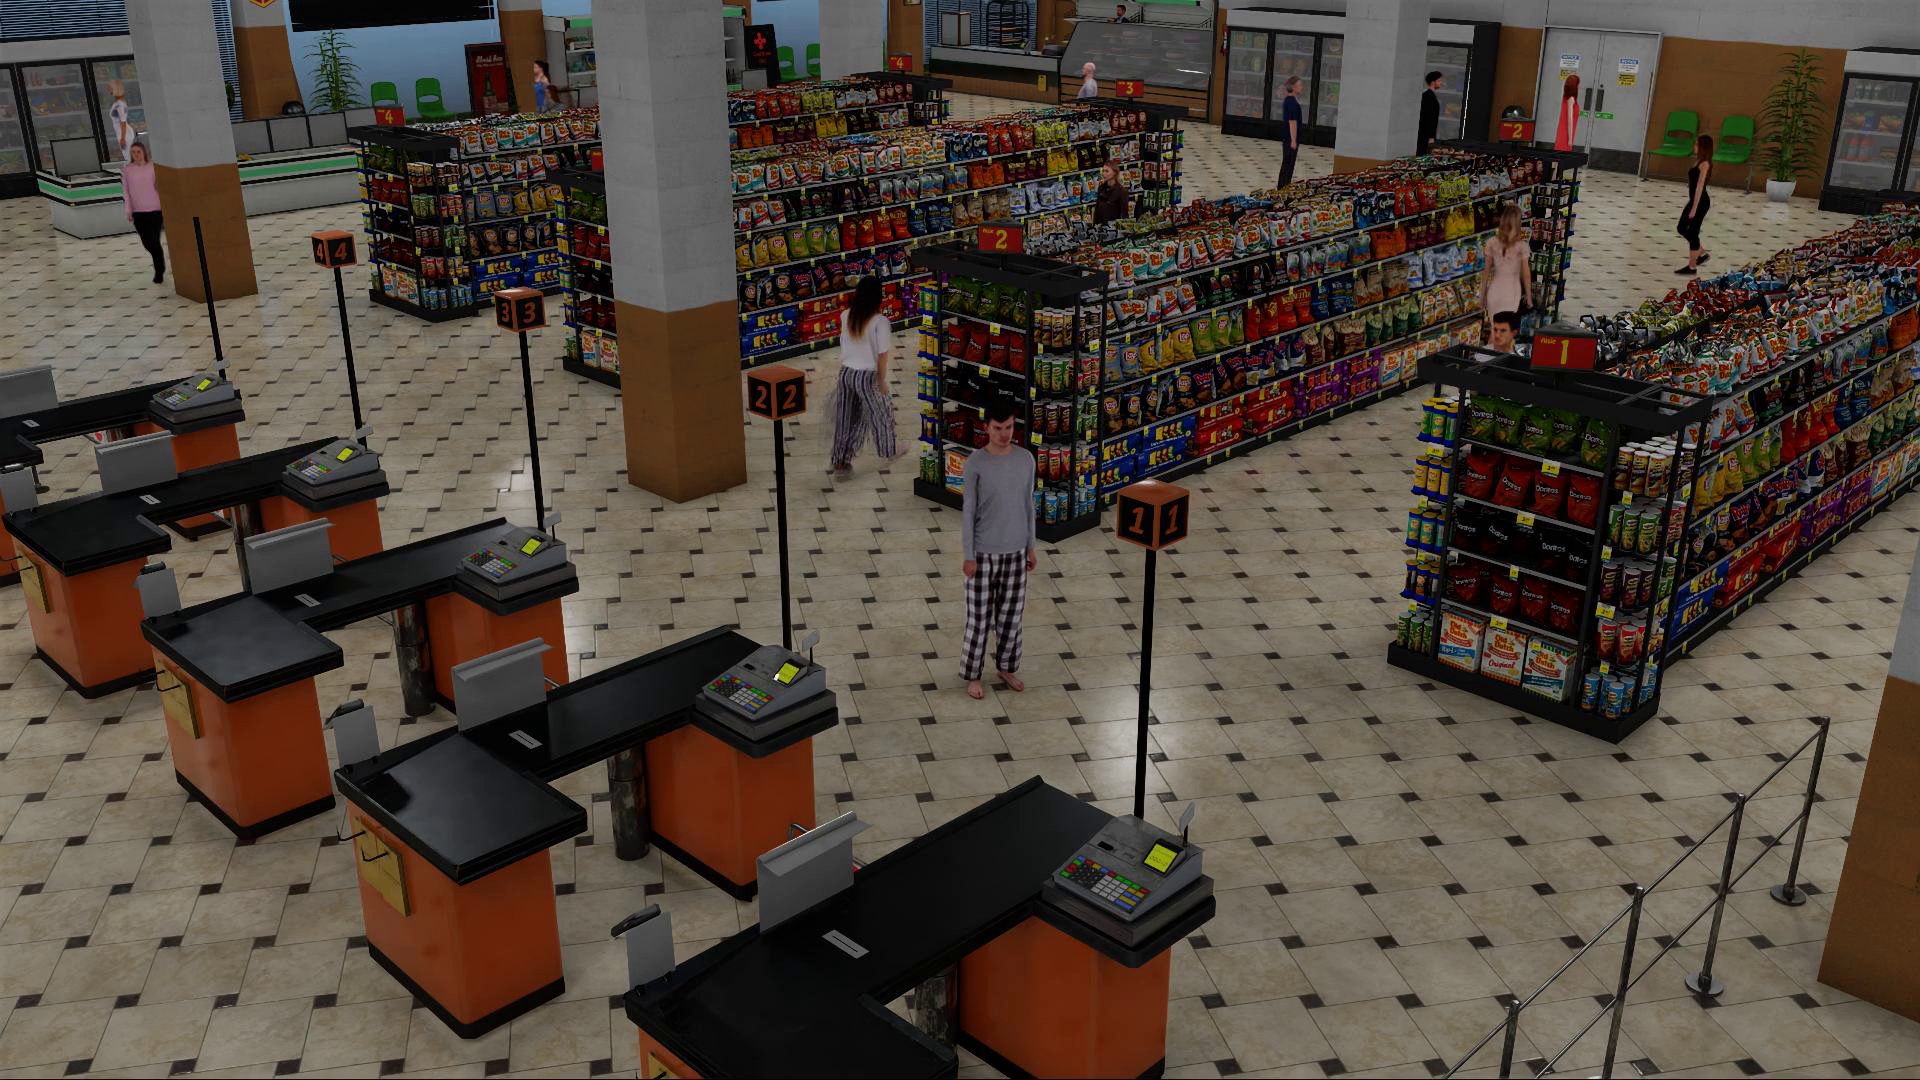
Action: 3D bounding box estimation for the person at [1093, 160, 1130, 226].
[{"bbox_3d":[1.720,-3.469,18.937,0.609,1.703,0.497,19,29,39],"label":"person"}]

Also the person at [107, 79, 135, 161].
[{"bbox_3d":[-12.984,-6.280,25.867,0.606,1.752,0.622,-10,24,-24],"label":"person"}]

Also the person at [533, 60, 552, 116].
[{"bbox_3d":[-7.377,-7.753,29.735,0.687,1.600,0.621,-15,27,-33],"label":"person"}]

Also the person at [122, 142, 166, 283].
[{"bbox_3d":[-9.943,-4.022,20.371,1.093,1.659,1.050,-4,22,-10],"label":"person"}]

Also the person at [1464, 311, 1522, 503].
[{"bbox_3d":[4.045,-0.851,12.336,0.685,1.766,0.741,15,26,33],"label":"person"}]

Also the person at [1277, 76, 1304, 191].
[{"bbox_3d":[4.993,-6.043,25.115,0.794,1.871,0.706,2,22,6],"label":"person"}]

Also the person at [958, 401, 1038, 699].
[{"bbox_3d":[0.225,0.047,9.993,0.631,1.847,0.764,-8,23,-19],"label":"person"}]

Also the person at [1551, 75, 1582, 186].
[{"bbox_3d":[9.336,-6.241,25.669,0.736,1.827,0.653,2,22,5],"label":"person"}]

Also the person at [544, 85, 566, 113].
[{"bbox_3d":[-6.178,-6.201,25.804,0.784,1.651,1.114,17,27,35],"label":"person"}]

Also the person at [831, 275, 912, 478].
[{"bbox_3d":[-0.829,-1.295,13.623,0.857,1.630,1.152,13,25,29],"label":"person"}]

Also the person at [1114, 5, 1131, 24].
[{"bbox_3d":[3.713,-11.423,38.510,0.628,1.868,0.562,20,30,41],"label":"person"}]

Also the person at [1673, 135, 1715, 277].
[{"bbox_3d":[9.195,-4.108,20.511,0.798,1.715,0.751,5,22,12],"label":"person"}]

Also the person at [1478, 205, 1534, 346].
[{"bbox_3d":[5.066,-2.201,15.672,1.104,1.785,0.606,-19,29,-39],"label":"person"}]

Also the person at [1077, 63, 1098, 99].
[{"bbox_3d":[2.084,-6.889,27.267,0.815,1.838,0.733,2,22,6],"label":"person"}]

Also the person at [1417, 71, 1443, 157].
[{"bbox_3d":[7.184,-6.253,25.611,0.844,1.892,0.772,1,22,2],"label":"person"}]
